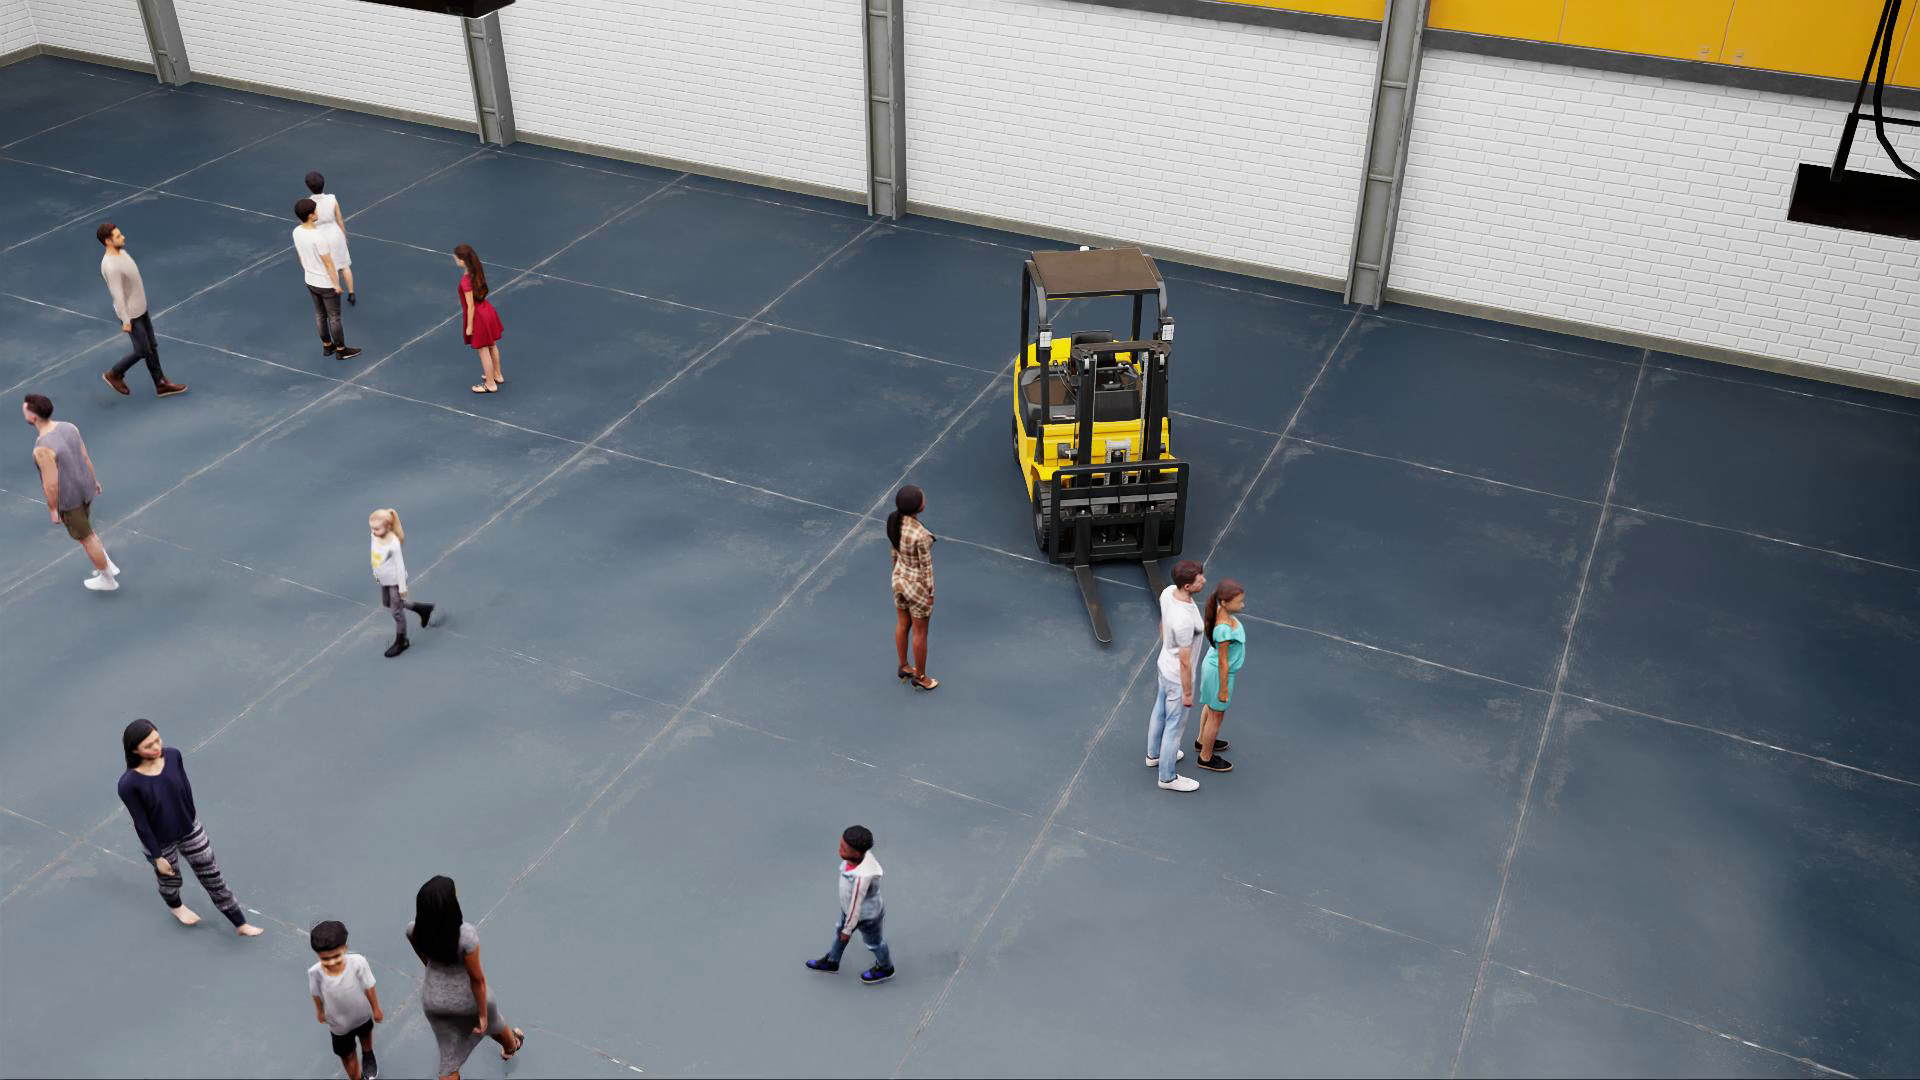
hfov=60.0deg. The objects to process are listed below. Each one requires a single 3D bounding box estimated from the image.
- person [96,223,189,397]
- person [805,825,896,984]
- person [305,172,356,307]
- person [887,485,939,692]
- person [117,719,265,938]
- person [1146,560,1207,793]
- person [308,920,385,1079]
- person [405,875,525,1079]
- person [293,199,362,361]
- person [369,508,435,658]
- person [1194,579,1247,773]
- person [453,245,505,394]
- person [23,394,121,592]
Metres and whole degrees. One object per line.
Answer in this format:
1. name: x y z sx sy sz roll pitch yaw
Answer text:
1. person: -8.177 -2.215 16.276 1.076 1.855 0.984 -8 34 -12
2. person: -0.537 2.232 10.142 0.845 1.239 0.751 -8 34 -12
3. person: -6.881 -3.262 18.124 0.663 1.551 0.676 -21 39 -29
4. person: -0.357 0.365 12.448 0.726 1.795 0.619 -25 41 -32
5. person: -4.995 1.799 10.378 1.048 1.699 0.696 20 38 27
6. person: 1.503 0.917 11.567 0.742 1.851 0.731 -5 34 -8
7. person: -3.519 2.622 9.549 0.724 1.245 0.786 -12 35 -17
8. person: -2.793 2.618 9.101 1.016 1.748 0.853 4 34 5
9. person: -6.580 -2.690 17.110 0.537 1.722 0.721 22 39 29
10. person: -4.406 0.283 13.046 0.746 1.269 0.684 26 42 34
11. person: 1.846 0.937 11.802 0.625 1.557 0.617 2 34 3
12. person: -4.784 -2.220 16.553 0.676 1.557 0.617 5 34 7
13. person: -7.060 -0.361 13.368 0.734 1.835 0.735 4 34 5
